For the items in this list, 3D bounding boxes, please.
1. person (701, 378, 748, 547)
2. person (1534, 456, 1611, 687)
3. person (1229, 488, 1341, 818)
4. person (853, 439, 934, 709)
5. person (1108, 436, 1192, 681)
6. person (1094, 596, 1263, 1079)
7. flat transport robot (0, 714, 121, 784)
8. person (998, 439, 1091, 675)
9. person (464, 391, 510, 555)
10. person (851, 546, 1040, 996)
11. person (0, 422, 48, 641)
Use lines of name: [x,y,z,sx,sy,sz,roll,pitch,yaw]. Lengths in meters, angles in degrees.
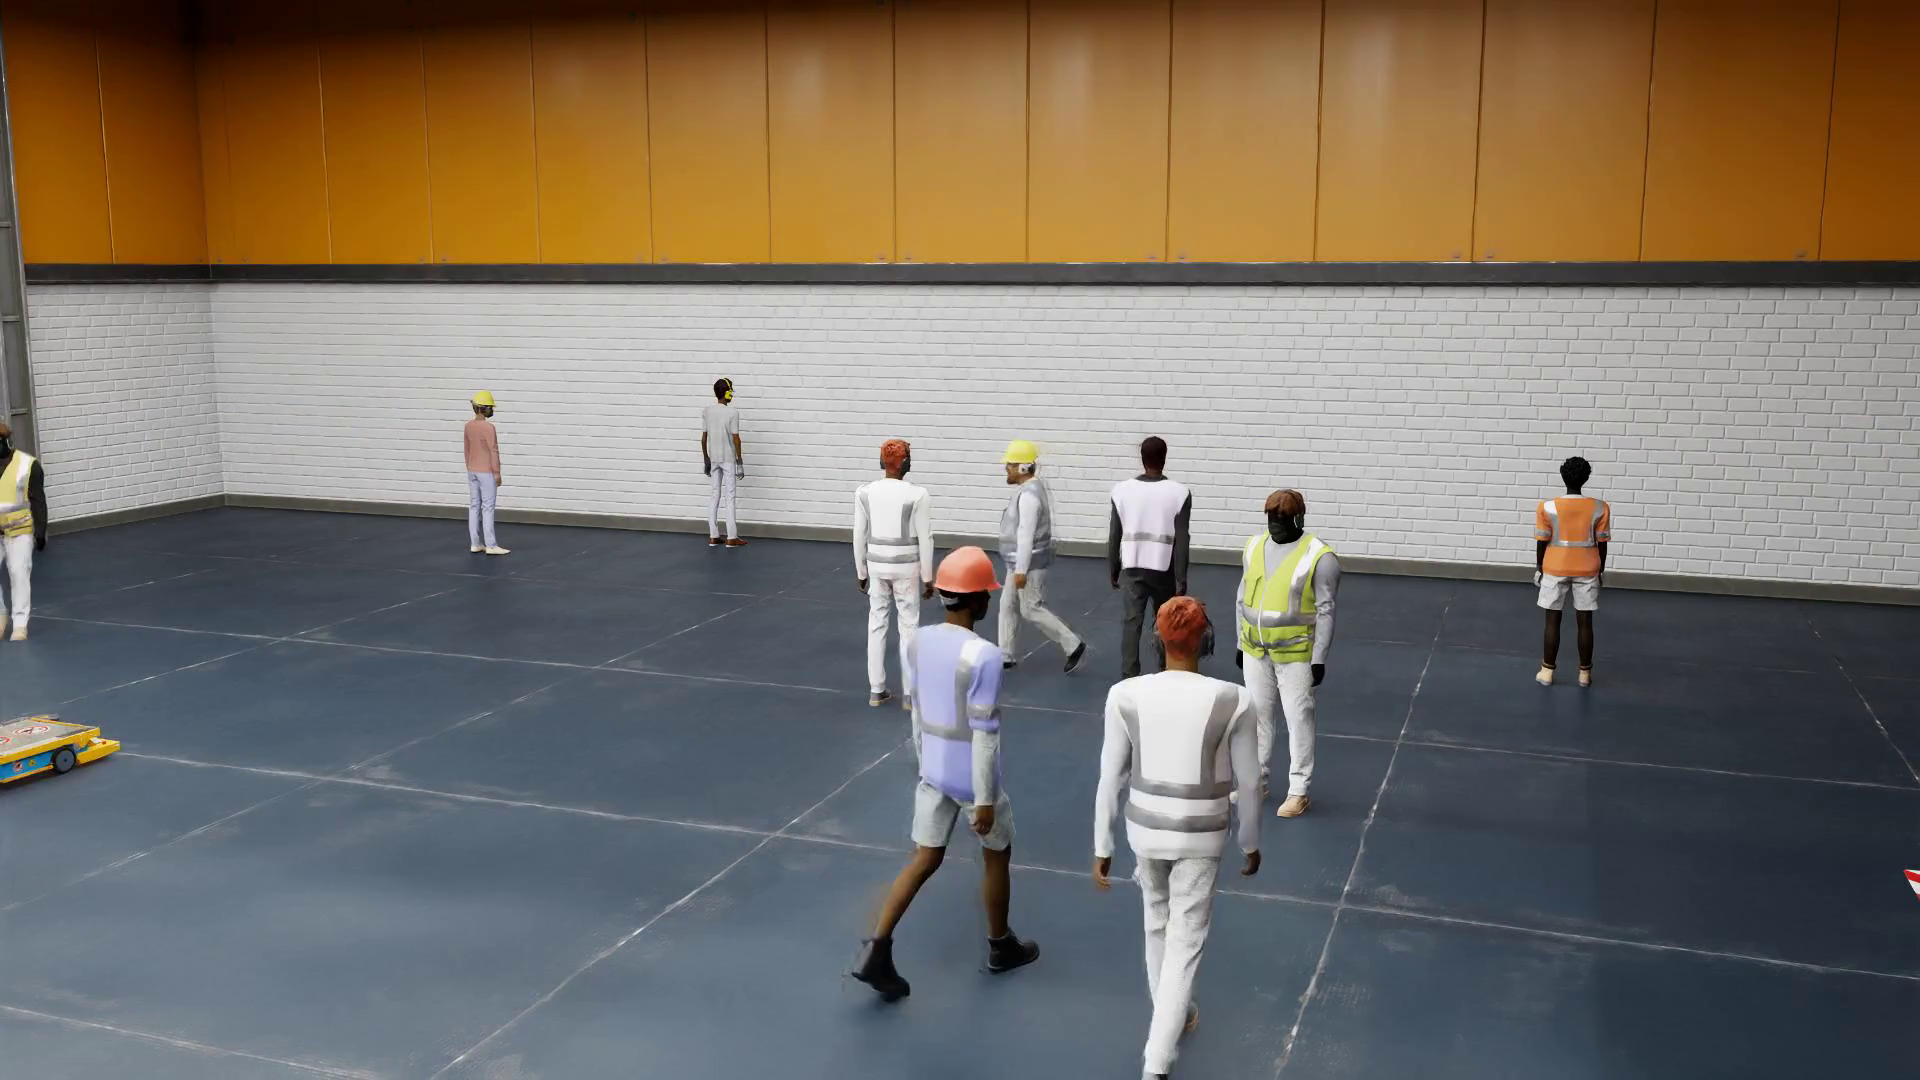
person: [-2.616,-0.854,18.403,0.534,1.868,0.310,5,10,28]
person: [4.468,0.235,12.177,0.535,1.697,0.318,2,9,10]
person: [1.794,0.623,9.328,0.622,1.843,0.429,9,13,43]
person: [-0.456,0.235,11.597,0.579,1.882,0.342,4,10,21]
person: [1.356,0.189,11.967,0.611,1.861,1.032,3,10,16]
person: [0.790,1.132,6.186,0.600,1.849,0.935,4,10,24]
flat transport robot: [-5.831,1.315,9.883,0.652,0.197,1.431,4,10,22]
person: [0.558,0.138,12.464,0.808,1.806,0.595,0,9,1]
person: [-5.112,-0.718,17.887,0.523,1.763,0.329,7,12,38]
person: [-0.058,0.972,6.981,0.932,1.907,0.553,-8,12,-41]
person: [-7.824,-0.063,13.611,0.659,1.826,0.482,-4,10,-22]
